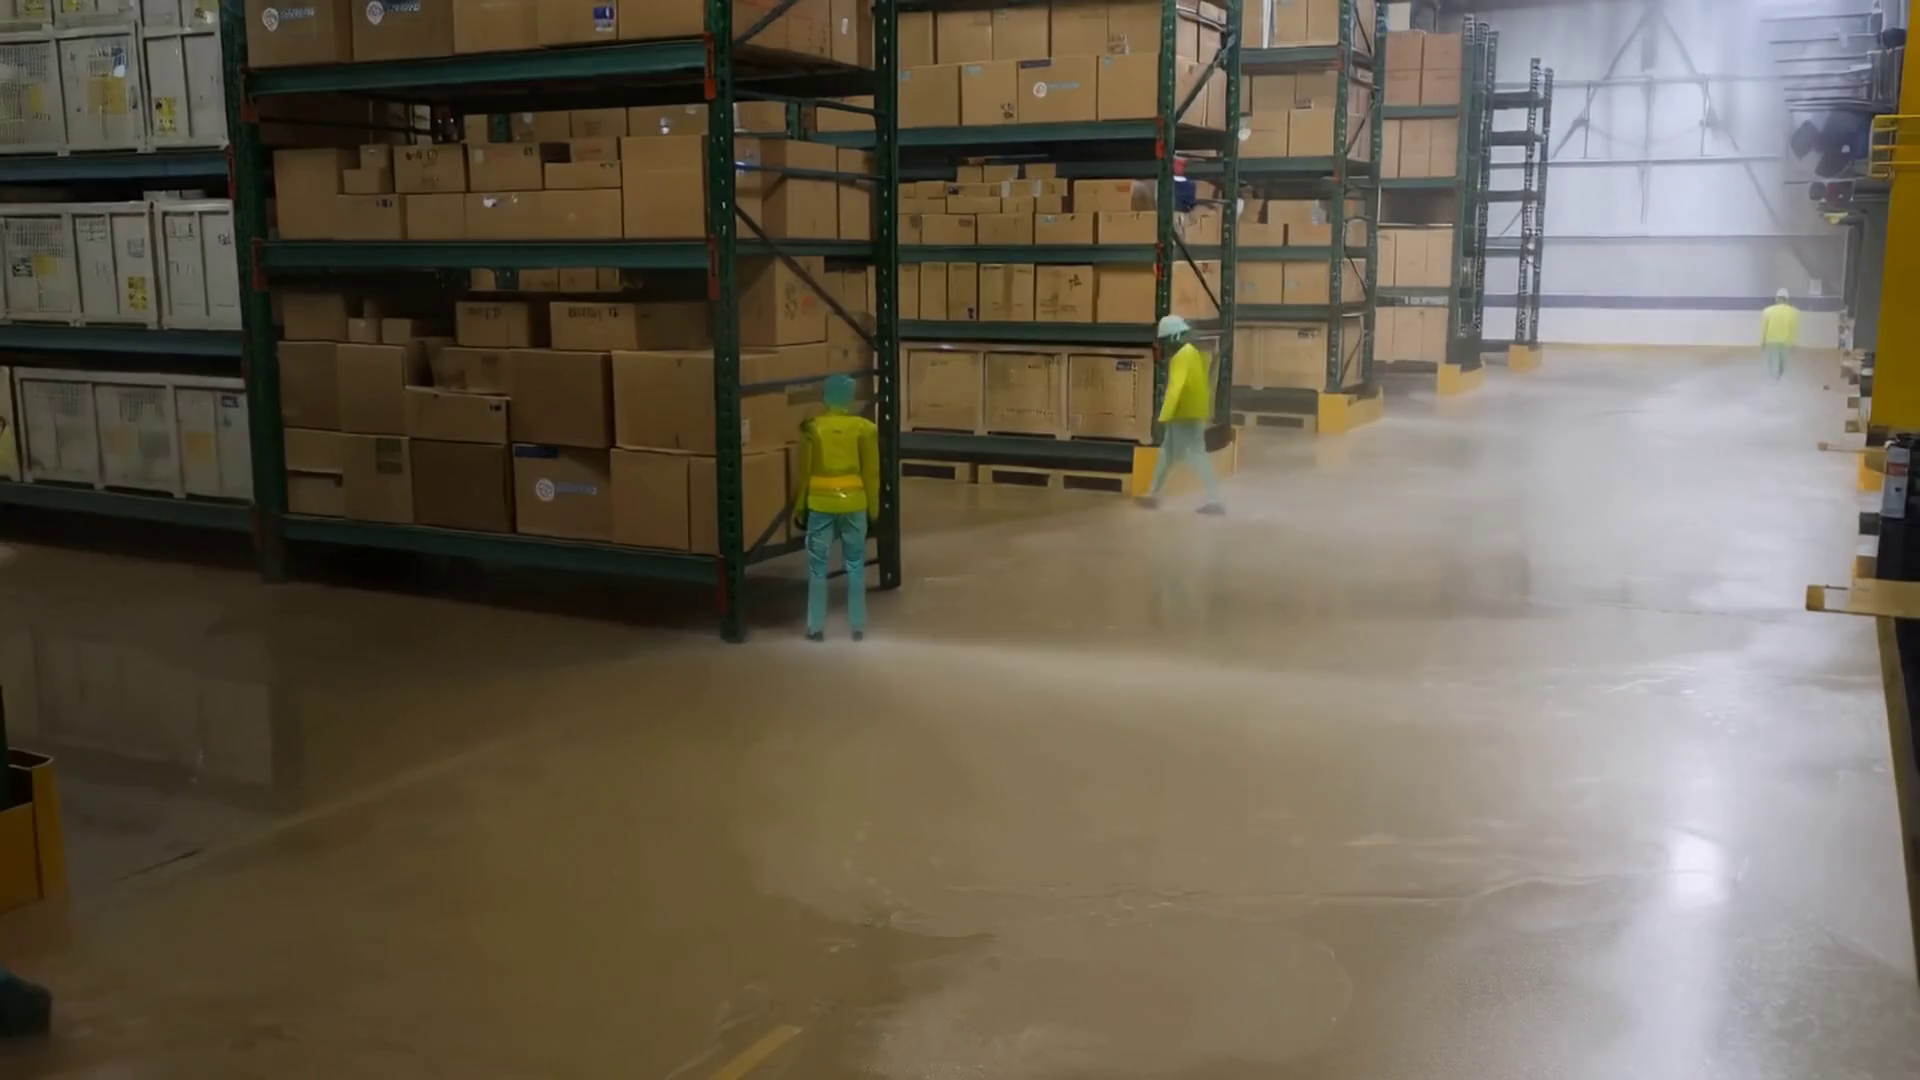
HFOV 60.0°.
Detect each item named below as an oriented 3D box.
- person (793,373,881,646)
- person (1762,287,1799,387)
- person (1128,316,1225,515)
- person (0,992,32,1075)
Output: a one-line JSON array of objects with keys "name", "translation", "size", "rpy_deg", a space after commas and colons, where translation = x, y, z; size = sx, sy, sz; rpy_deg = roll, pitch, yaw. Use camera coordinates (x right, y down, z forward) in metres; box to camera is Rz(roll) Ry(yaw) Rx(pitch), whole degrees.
[{"name": "person", "translation": [-0.726, -0.178, 9.893], "size": [0.525, 1.632, 0.312], "rpy_deg": [-3, 10, -15]}, {"name": "person", "translation": [14.267, -3.521, 28.938], "size": [0.566, 1.737, 0.398], "rpy_deg": [5, 11, 28]}, {"name": "person", "translation": [1.985, -1.108, 14.886], "size": [0.875, 1.777, 0.616], "rpy_deg": [1, 10, 6]}, {"name": "person", "translation": [-2.937, 0.655, 4.279], "size": [0.606, 1.913, 0.968], "rpy_deg": [4, 11, 23]}]
